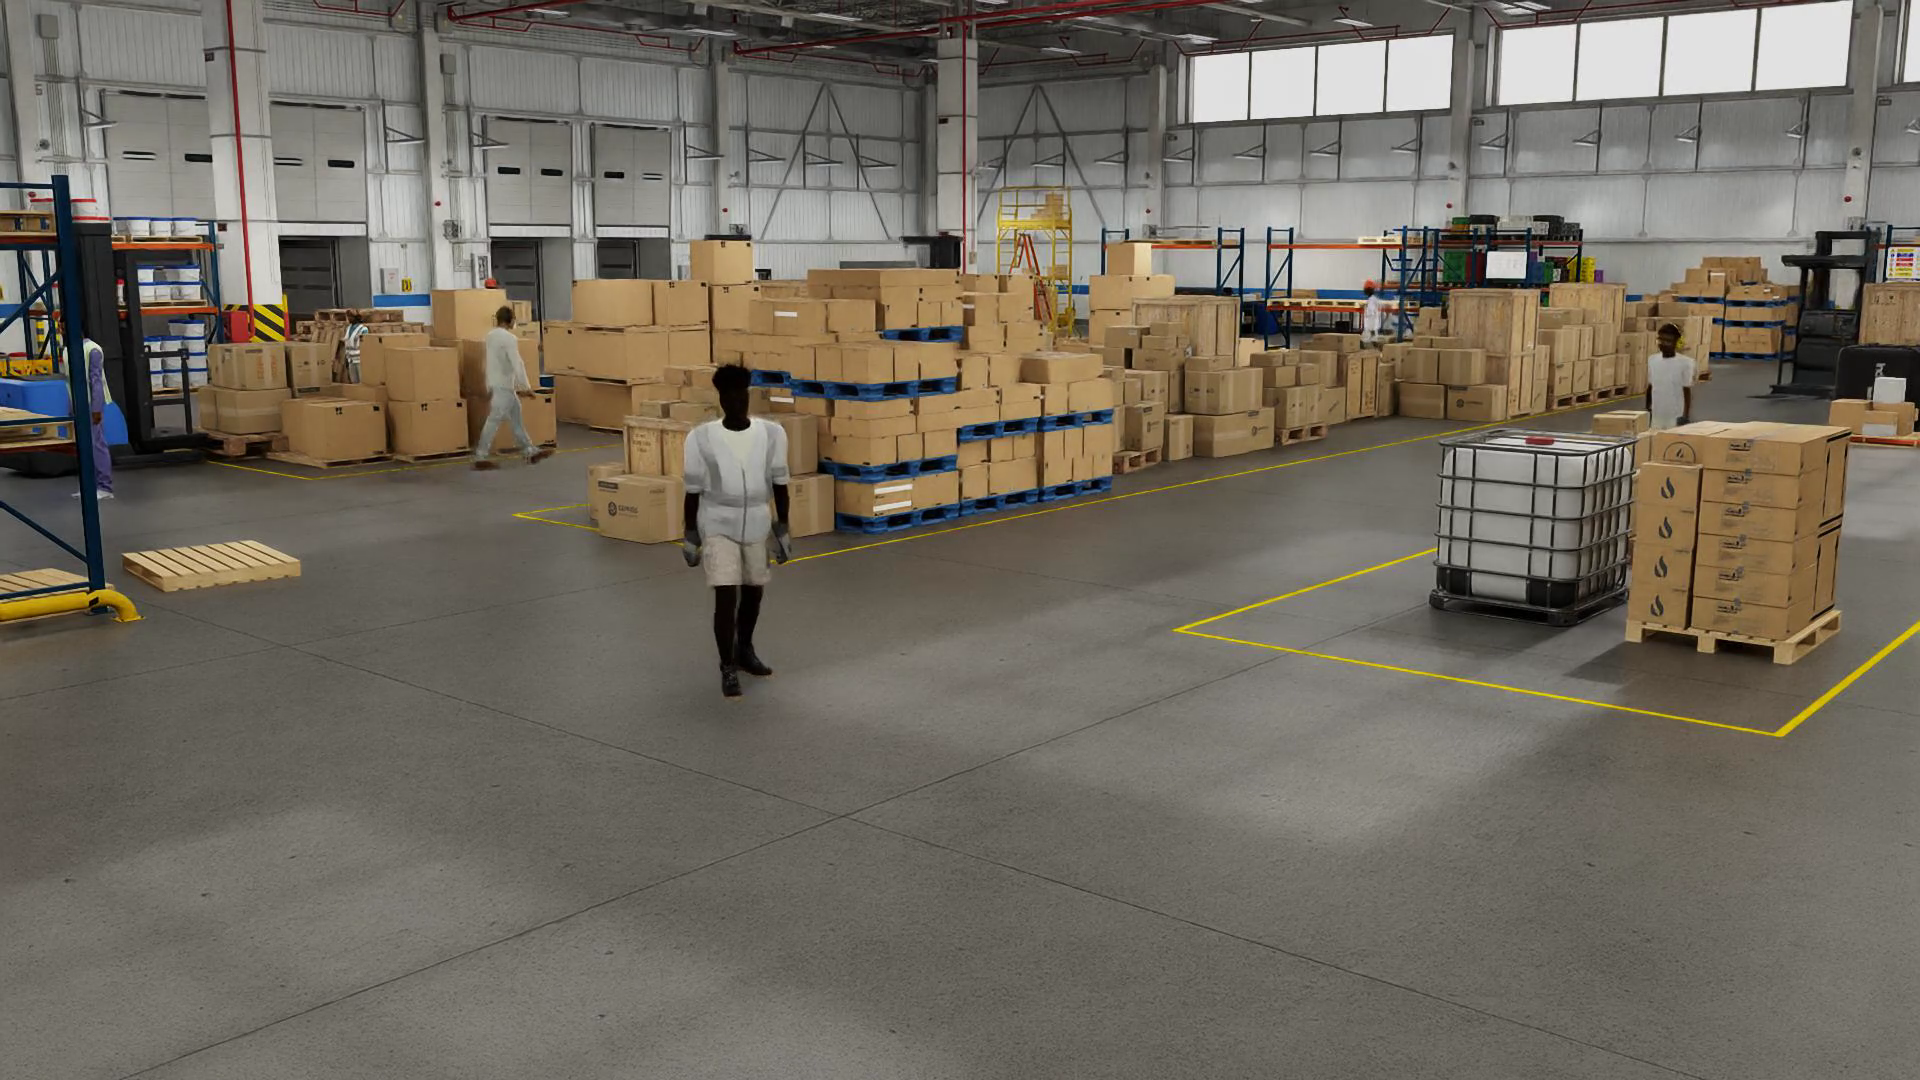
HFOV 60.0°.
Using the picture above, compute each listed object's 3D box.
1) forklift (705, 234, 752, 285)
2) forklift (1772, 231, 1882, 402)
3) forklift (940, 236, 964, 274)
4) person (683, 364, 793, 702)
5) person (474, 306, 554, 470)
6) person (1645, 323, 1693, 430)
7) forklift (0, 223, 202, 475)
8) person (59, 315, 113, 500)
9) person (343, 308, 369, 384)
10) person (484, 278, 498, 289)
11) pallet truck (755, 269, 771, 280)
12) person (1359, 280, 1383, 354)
[{"bbox_3d":[-4.857,-5.045,35.116,1.129,2.768,1.873,-4,11,-22],"label":"forklift"},{"bbox_3d":[14.728,-3.757,27.784,1.873,2.768,1.129,-7,12,-33],"label":"forklift"},{"bbox_3d":[-0.199,-5.731,39.024,1.873,2.768,1.129,2,10,14],"label":"forklift"},{"bbox_3d":[-1.303,-0.070,9.590,0.626,1.916,0.740,-4,11,-23],"label":"person"},{"bbox_3d":[-5.221,-1.759,19.251,1.037,1.881,0.653,-6,12,-32],"label":"person"},{"bbox_3d":[6.790,-1.162,15.979,0.471,1.842,0.537,-7,12,-34],"label":"person"},{"bbox_3d":[-10.007,-2.234,19.112,1.129,2.768,1.873,8,13,40],"label":"forklift"},{"bbox_3d":[-8.888,-1.358,16.911,0.593,1.907,0.414,7,12,33],"label":"person"},{"bbox_3d":[-9.167,-2.703,25.313,0.512,1.641,0.309,7,12,33],"label":"person"},{"bbox_3d":[-9.526,-4.355,33.871,0.358,1.938,0.542,3,11,19],"label":"person"},{"bbox_3d":[-4.996,-6.432,45.525,1.885,1.965,0.823,-6,12,-32],"label":"pallet truck"},{"bbox_3d":[8.628,-4.466,34.637,0.938,1.904,0.556,4,11,19],"label":"person"}]
